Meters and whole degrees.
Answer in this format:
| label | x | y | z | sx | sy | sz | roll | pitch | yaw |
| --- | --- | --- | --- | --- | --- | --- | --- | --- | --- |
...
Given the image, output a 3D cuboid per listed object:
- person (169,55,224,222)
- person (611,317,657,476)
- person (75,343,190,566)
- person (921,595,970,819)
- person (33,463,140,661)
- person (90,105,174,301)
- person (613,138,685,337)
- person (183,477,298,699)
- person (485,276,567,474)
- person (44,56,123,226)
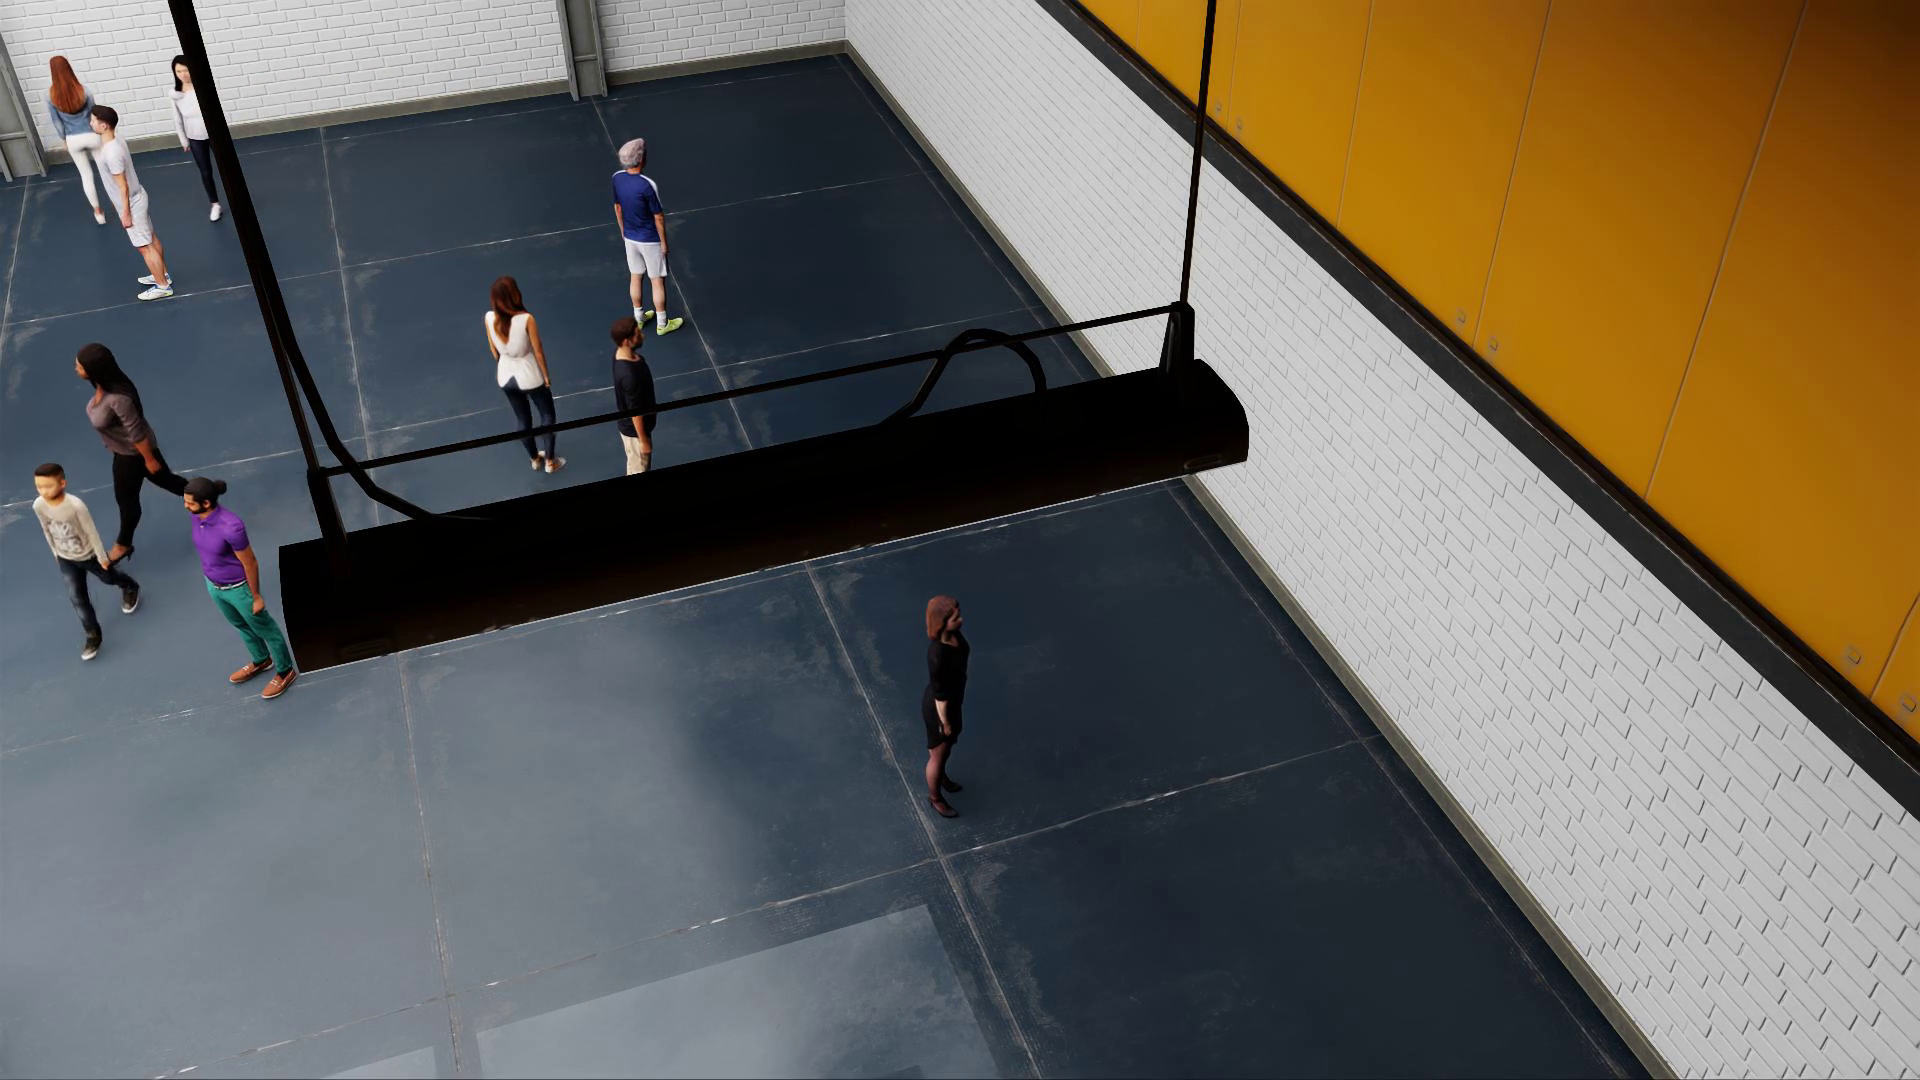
| label | x | y | z | sx | sy | sz | roll | pitch | yaw |
| --- | --- | --- | --- | --- | --- | --- | --- | --- | --- |
| person | -7.478 | -4.006 | 16.508 | 0.470 | 1.701 | 0.670 | -11 | 40 | -14 |
| person | -2.435 | -0.854 | 12.439 | 0.545 | 1.854 | 0.633 | -11 | 40 | -13 |
| person | -5.965 | -0.669 | 12.262 | 1.191 | 1.786 | 0.807 | -20 | 43 | -23 |
| person | -0.105 | 1.008 | 10.226 | 0.652 | 1.706 | 0.656 | 6 | 39 | 7 |
| person | -6.110 | 0.049 | 11.635 | 0.989 | 1.446 | 0.836 | 0 | 39 | -1 |
| person | -7.606 | -3.109 | 15.262 | 0.547 | 1.855 | 0.666 | -13 | 40 | -15 |
| person | -2.810 | -2.691 | 14.753 | 0.705 | 1.836 | 0.755 | 18 | 42 | 21 |
| person | -4.819 | 0.285 | 11.083 | 0.702 | 1.767 | 0.737 | 21 | 43 | 25 |
| person | -3.444 | -1.235 | 12.977 | 0.672 | 1.778 | 0.776 | 4 | 39 | 5 |
| person | -8.645 | -3.942 | 16.429 | 0.459 | 1.700 | 0.686 | -10 | 40 | -13 |
